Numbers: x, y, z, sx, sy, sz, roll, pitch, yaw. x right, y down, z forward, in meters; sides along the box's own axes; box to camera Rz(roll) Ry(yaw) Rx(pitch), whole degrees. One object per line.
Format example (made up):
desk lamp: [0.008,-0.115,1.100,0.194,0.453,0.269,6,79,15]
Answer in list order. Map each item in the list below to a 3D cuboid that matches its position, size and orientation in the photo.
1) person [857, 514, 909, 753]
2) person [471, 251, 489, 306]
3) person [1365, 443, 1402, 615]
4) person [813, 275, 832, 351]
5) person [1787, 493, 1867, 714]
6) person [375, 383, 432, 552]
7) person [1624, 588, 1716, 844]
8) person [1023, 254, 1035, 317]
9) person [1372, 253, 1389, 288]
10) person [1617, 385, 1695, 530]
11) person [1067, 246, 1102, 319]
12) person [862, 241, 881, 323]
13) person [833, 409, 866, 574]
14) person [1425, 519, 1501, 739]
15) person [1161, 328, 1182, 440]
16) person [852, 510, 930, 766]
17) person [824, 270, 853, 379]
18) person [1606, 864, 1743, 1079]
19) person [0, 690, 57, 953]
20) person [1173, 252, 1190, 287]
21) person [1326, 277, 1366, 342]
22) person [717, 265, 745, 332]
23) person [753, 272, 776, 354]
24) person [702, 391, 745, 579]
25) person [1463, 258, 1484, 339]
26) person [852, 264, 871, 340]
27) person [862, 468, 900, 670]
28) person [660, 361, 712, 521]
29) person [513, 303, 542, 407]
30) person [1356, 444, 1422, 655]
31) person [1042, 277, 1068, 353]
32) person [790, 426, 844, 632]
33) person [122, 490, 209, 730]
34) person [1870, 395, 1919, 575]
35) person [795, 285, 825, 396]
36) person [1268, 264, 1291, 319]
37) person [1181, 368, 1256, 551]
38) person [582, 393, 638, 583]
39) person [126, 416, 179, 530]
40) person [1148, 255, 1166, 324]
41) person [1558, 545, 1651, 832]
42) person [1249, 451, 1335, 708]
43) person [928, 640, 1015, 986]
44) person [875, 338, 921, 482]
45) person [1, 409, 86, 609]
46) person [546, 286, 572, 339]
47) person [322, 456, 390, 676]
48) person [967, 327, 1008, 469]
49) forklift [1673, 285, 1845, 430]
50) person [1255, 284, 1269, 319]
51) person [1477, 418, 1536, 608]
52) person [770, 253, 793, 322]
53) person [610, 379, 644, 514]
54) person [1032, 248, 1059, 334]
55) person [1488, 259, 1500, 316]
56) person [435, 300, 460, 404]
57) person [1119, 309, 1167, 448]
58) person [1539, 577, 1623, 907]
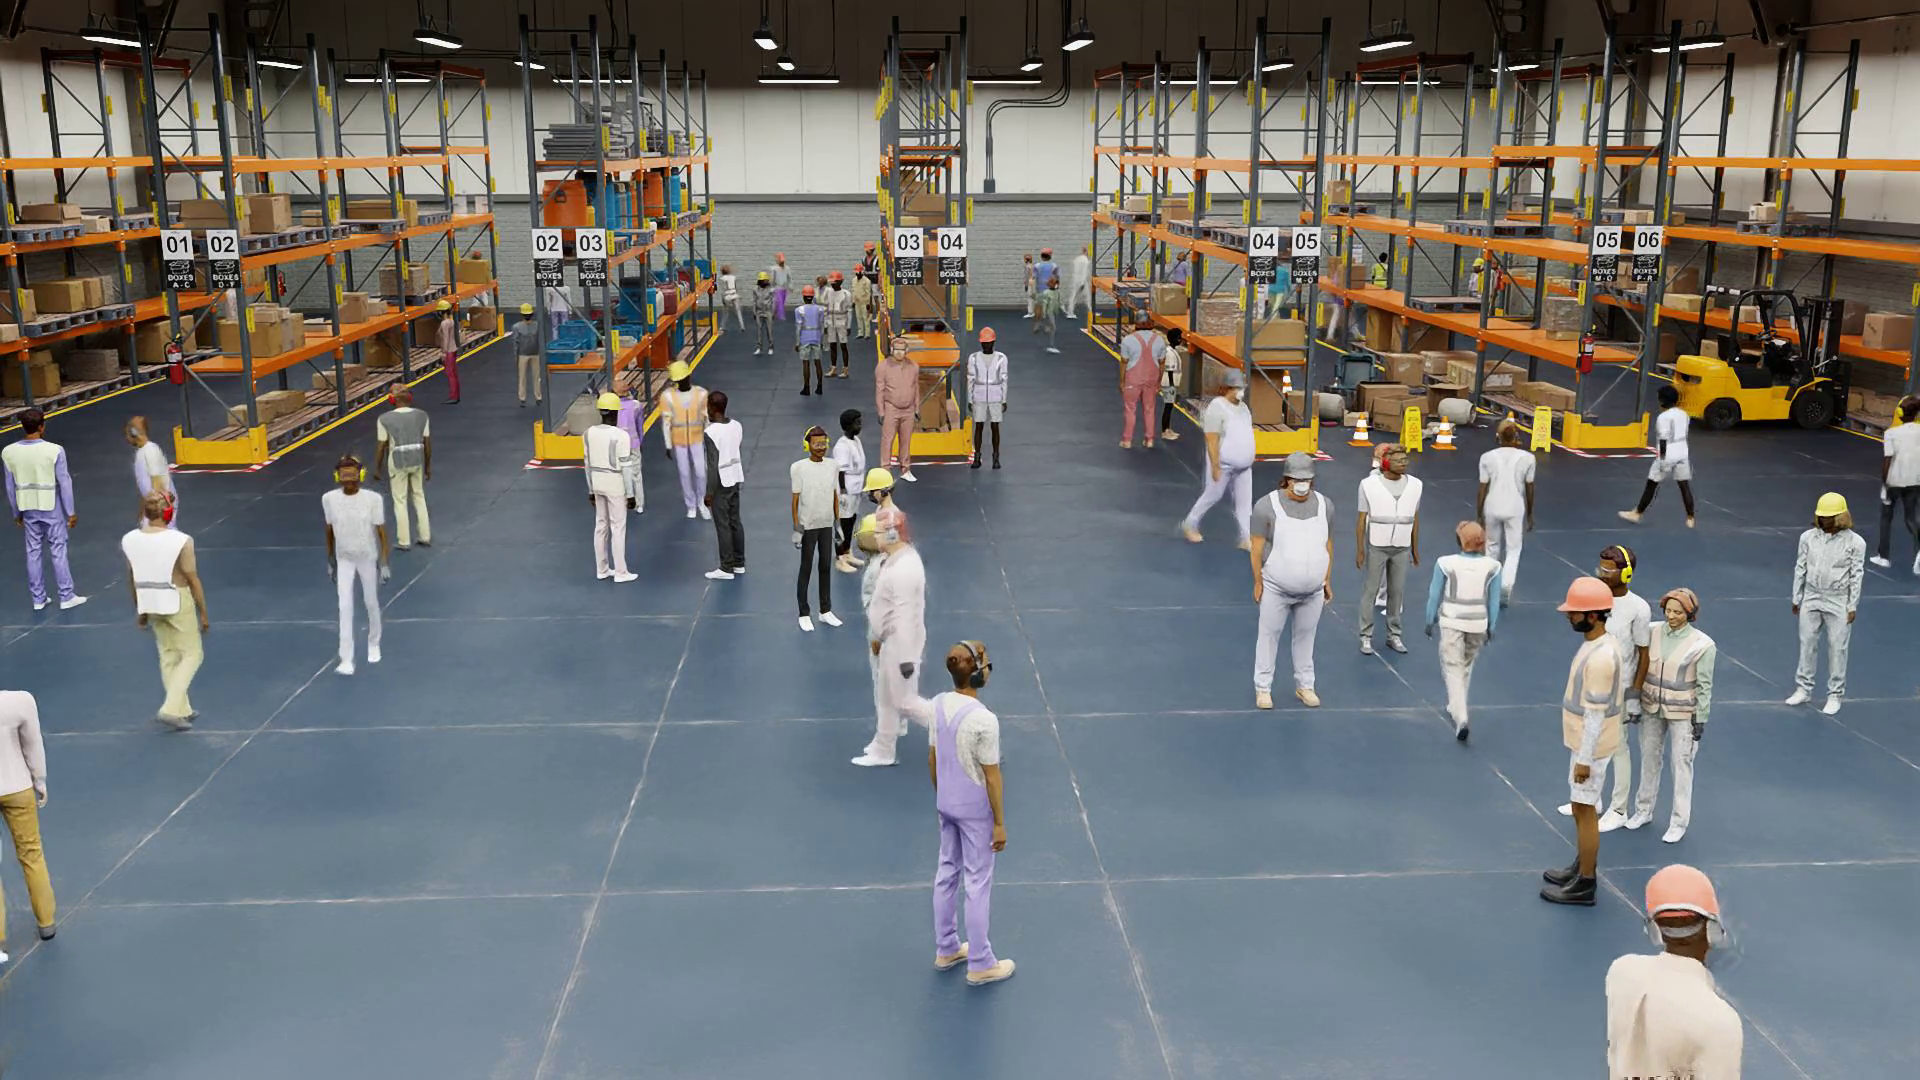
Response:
person: [-0.577,0.673,12.143,0.350,1.706,0.625,1,13,2]
person: [-11.621,-6.046,40.237,0.387,1.881,0.583,10,17,37]
person: [3.991,-0.109,15.638,0.319,1.622,0.513,-5,14,-19]
person: [-2.945,-4.893,35.861,0.522,1.636,0.310,7,15,28]
person: [6.703,0.481,12.903,0.327,1.730,0.490,-12,18,-41]
person: [-5.997,-0.782,18.028,0.579,1.832,0.426,-13,18,-43]
person: [4.492,1.093,10.520,0.312,1.634,0.514,-10,16,-35]
person: [1.787,-6.573,43.000,0.318,1.631,0.514,3,14,13]
person: [10.778,-6.504,42.596,0.337,1.683,0.560,-11,17,-40]
person: [8.162,-0.962,19.179,0.586,1.646,0.787,-8,15,-30]
person: [3.175,-6.591,42.598,0.957,1.842,0.643,-5,14,-21]
person: [-2.225,-6.446,41.609,0.611,2.031,0.411,10,16,35]
person: [-1.144,-0.516,17.187,0.317,1.695,0.540,4,14,15]
person: [3.763,0.652,12.428,0.520,1.611,0.767,0,13,0]
person: [3.162,-2.338,24.931,0.318,1.686,0.514,2,13,9]
person: [-0.351,0.708,11.613,0.769,1.882,0.669,-1,13,-3]
person: [-2.337,-4.089,31.582,0.614,2.042,0.373,7,15,28]
person: [2.412,2.101,5.591,0.386,1.961,0.769,-3,14,-11]
person: [-5.250,1.375,9.034,0.533,1.767,0.327,-13,18,-43]
person: [5.837,-6.781,43.867,0.499,1.633,0.286,12,18,41]
person: [8.684,-5.338,37.437,0.982,1.789,0.646,-7,15,-26]
person: [-5.453,-5.740,39.550,0.858,1.587,0.592,12,18,40]
person: [-4.150,-4.798,35.232,0.488,1.743,0.321,3,14,12]
person: [-2.393,-0.559,16.897,0.379,1.917,0.591,6,14,23]
person: [11.892,-5.559,38.261,0.404,1.832,0.599,-6,15,-26]
person: [-2.269,-5.428,37.927,0.553,1.735,0.379,13,18,43]
person: [-0.622,0.272,13.736,0.342,1.753,0.535,-4,14,-16]
person: [-3.182,-1.153,19.477,0.598,1.885,0.675,-3,14,-13]
person: [-7.279,-3.125,28.126,0.530,1.760,0.368,-8,15,-29]
person: [3.693,0.070,14.382,0.570,1.847,0.377,-2,13,-8]
person: [2.035,-4.808,35.538,0.494,1.610,0.510,11,17,38]
person: [-1.292,-0.113,15.114,0.509,1.872,0.329,-9,16,-33]
person: [-5.919,0.537,12.444,0.575,1.833,0.511,3,14,11]
person: [9.742,-0.560,17.098,0.519,1.843,0.802,1,13,5]
person: [-2.664,-3.527,29.429,0.542,1.939,0.368,-6,15,-25]
person: [7.909,-6.173,41.127,0.594,1.698,0.901,9,16,33]
person: [2.886,-0.920,18.164,0.685,2.000,0.957,-11,17,-39]
person: [-3.514,-0.525,16.759,0.586,1.918,0.396,8,15,29]
person: [-7.729,-0.296,16.016,0.431,1.808,0.558,-12,18,-41]
person: [4.813,-5.962,40.017,0.641,1.825,0.778,-9,16,-33]
person: [4.161,0.941,10.651,0.315,1.869,0.526,-5,14,-19]
person: [2.611,0.311,12.951,0.678,2.000,0.537,-2,13,-8]
person: [0.049,1.415,8.693,0.345,1.847,0.507,-12,18,-41]
person: [-0.788,-1.685,21.700,0.643,1.905,0.399,-7,15,-28]
person: [-8.681,-0.285,15.739,0.594,1.919,0.388,-1,13,-2]
person: [-8.540,-4.868,35.480,0.533,1.768,0.310,-1,13,-5]
person: [-5.026,0.213,13.844,0.524,1.821,0.946,-3,14,-11]
person: [0.375,-1.930,22.661,0.552,1.936,0.358,1,13,4]
forklift: [12.503,-2.886,26.166,2.313,2.155,1.214,-1,13,-3]
person: [6.932,-5.605,38.371,0.353,1.877,0.579,-6,14,-23]
person: [5.140,-0.231,15.709,0.530,1.825,0.633,5,14,21]
person: [-4.414,-6.318,41.695,0.590,1.720,0.791,-10,16,-36]
person: [-3.987,-1.095,19.768,0.512,1.640,0.311,-9,16,-33]
person: [2.023,-5.884,39.260,0.629,2.003,0.569,1,13,5]
person: [13.132,-6.099,40.971,0.286,1.636,0.498,8,16,31]
person: [-8.779,-3.212,28.465,0.313,1.767,0.534,-1,13,-3]
person: [2.630,-2.360,24.263,0.684,2.000,0.535,-4,14,-15]
person: [3.601,1.158,9.624,0.390,1.923,0.550,4,14,18]
